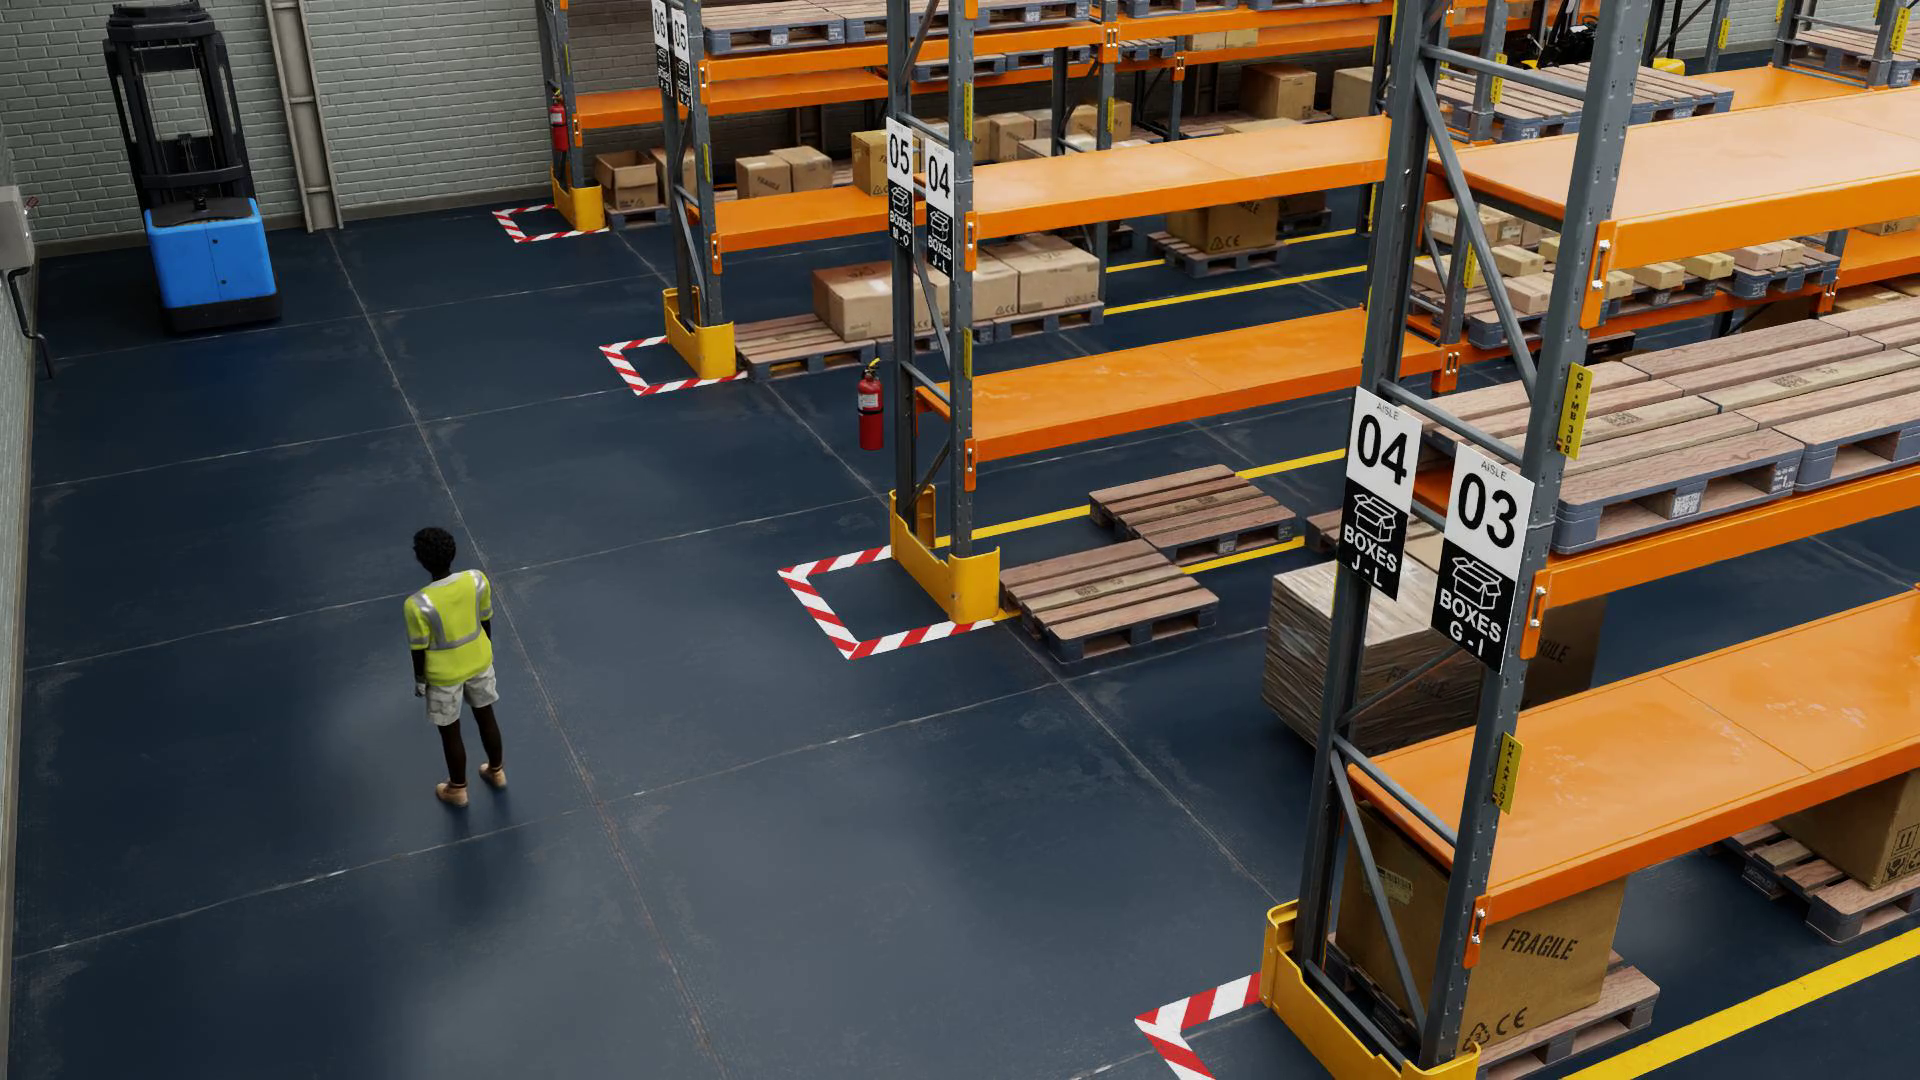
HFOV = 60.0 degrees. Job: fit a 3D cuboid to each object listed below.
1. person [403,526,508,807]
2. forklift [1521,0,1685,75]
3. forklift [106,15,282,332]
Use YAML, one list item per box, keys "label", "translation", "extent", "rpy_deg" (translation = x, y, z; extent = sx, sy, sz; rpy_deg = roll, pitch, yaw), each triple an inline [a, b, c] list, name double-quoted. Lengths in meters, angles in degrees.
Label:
- label: "person"
  translation: [-2.790, 0.703, 9.213]
  extent: [0.319, 1.690, 0.533]
  rpy_deg: [21, 34, 35]
- label: "forklift"
  translation: [8.950, -6.807, 23.056]
  extent: [1.214, 2.155, 2.313]
  rpy_deg: [-12, 30, -22]
- label: "forklift"
  translation: [-7.548, -3.672, 16.323]
  extent: [1.129, 2.768, 1.873]
  rpy_deg: [-12, 30, -22]
